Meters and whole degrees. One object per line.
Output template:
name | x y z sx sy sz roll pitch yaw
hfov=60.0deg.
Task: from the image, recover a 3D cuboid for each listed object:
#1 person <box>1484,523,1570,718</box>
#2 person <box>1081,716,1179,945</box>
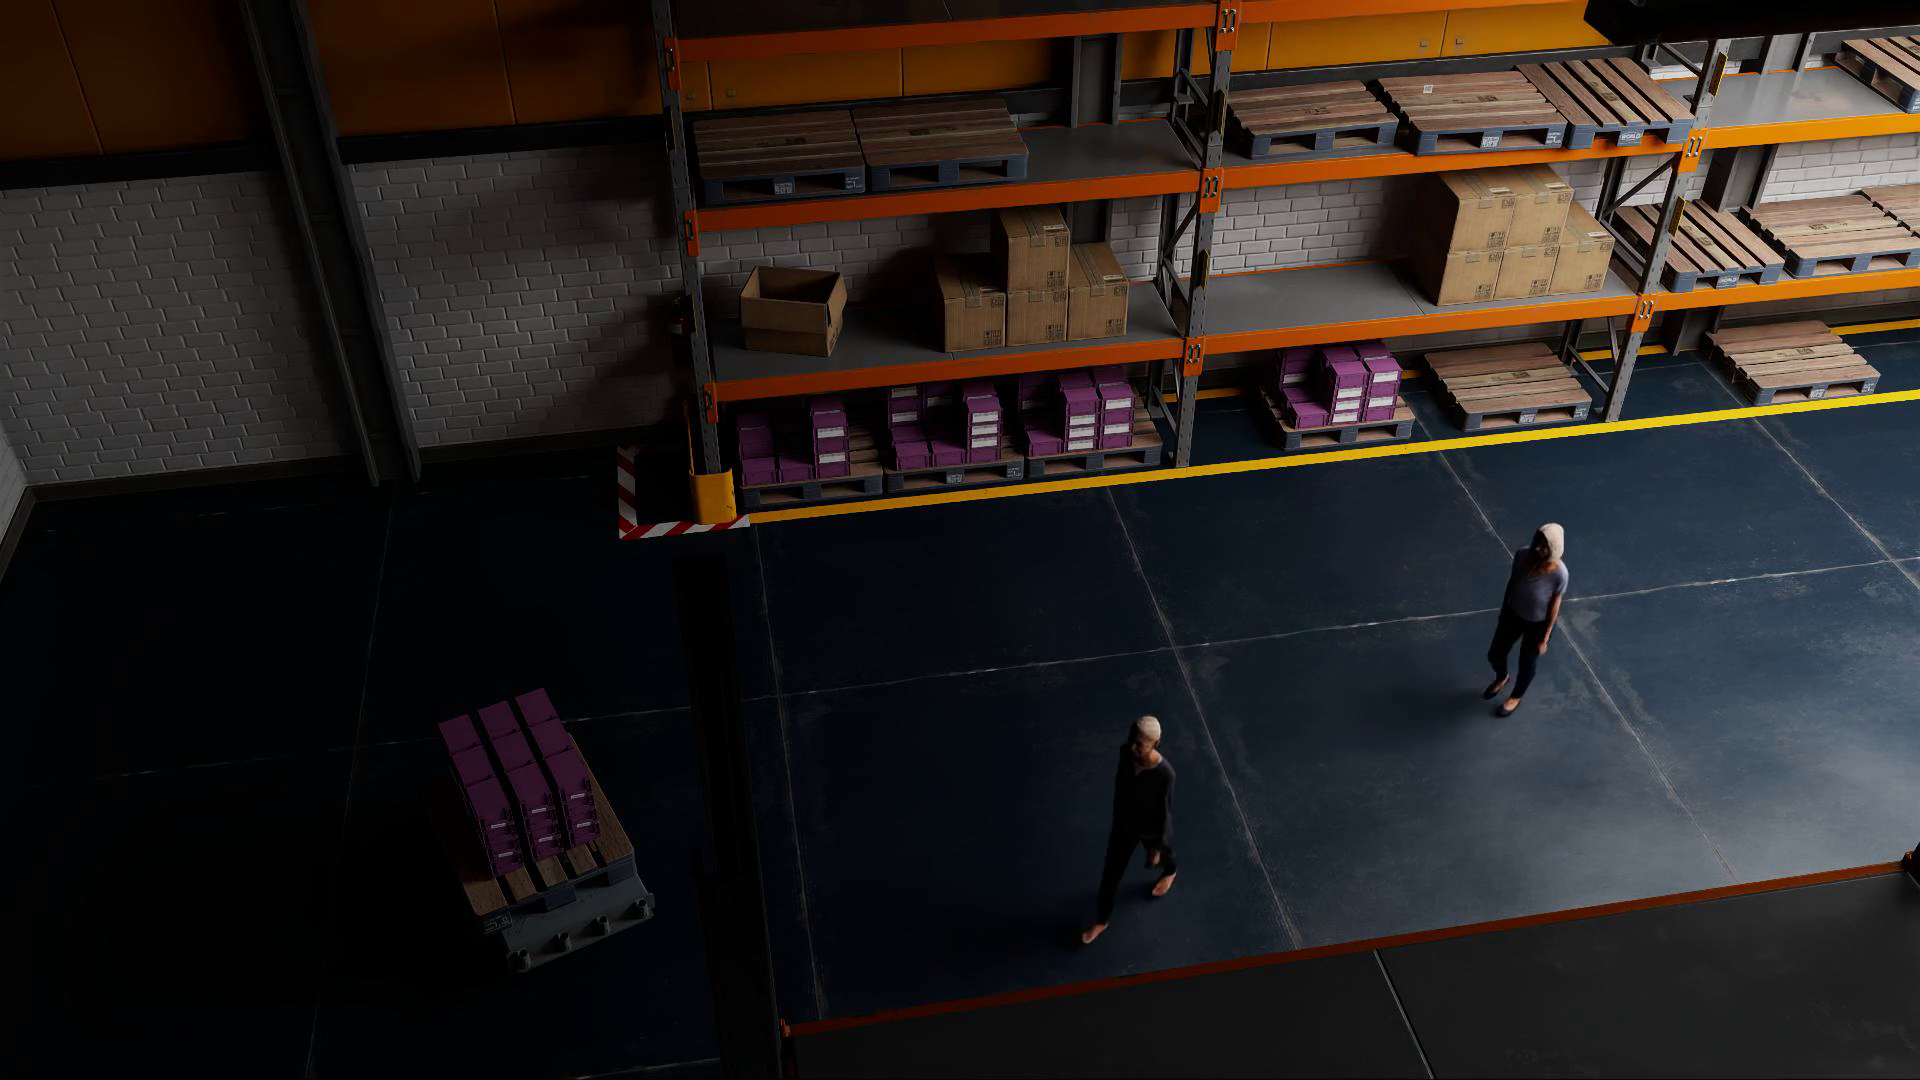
person | 4.021 0.515 11.616 0.742 1.709 0.708 -32 48 -33
person | 1.174 1.687 10.167 1.049 1.687 1.151 28 46 31
